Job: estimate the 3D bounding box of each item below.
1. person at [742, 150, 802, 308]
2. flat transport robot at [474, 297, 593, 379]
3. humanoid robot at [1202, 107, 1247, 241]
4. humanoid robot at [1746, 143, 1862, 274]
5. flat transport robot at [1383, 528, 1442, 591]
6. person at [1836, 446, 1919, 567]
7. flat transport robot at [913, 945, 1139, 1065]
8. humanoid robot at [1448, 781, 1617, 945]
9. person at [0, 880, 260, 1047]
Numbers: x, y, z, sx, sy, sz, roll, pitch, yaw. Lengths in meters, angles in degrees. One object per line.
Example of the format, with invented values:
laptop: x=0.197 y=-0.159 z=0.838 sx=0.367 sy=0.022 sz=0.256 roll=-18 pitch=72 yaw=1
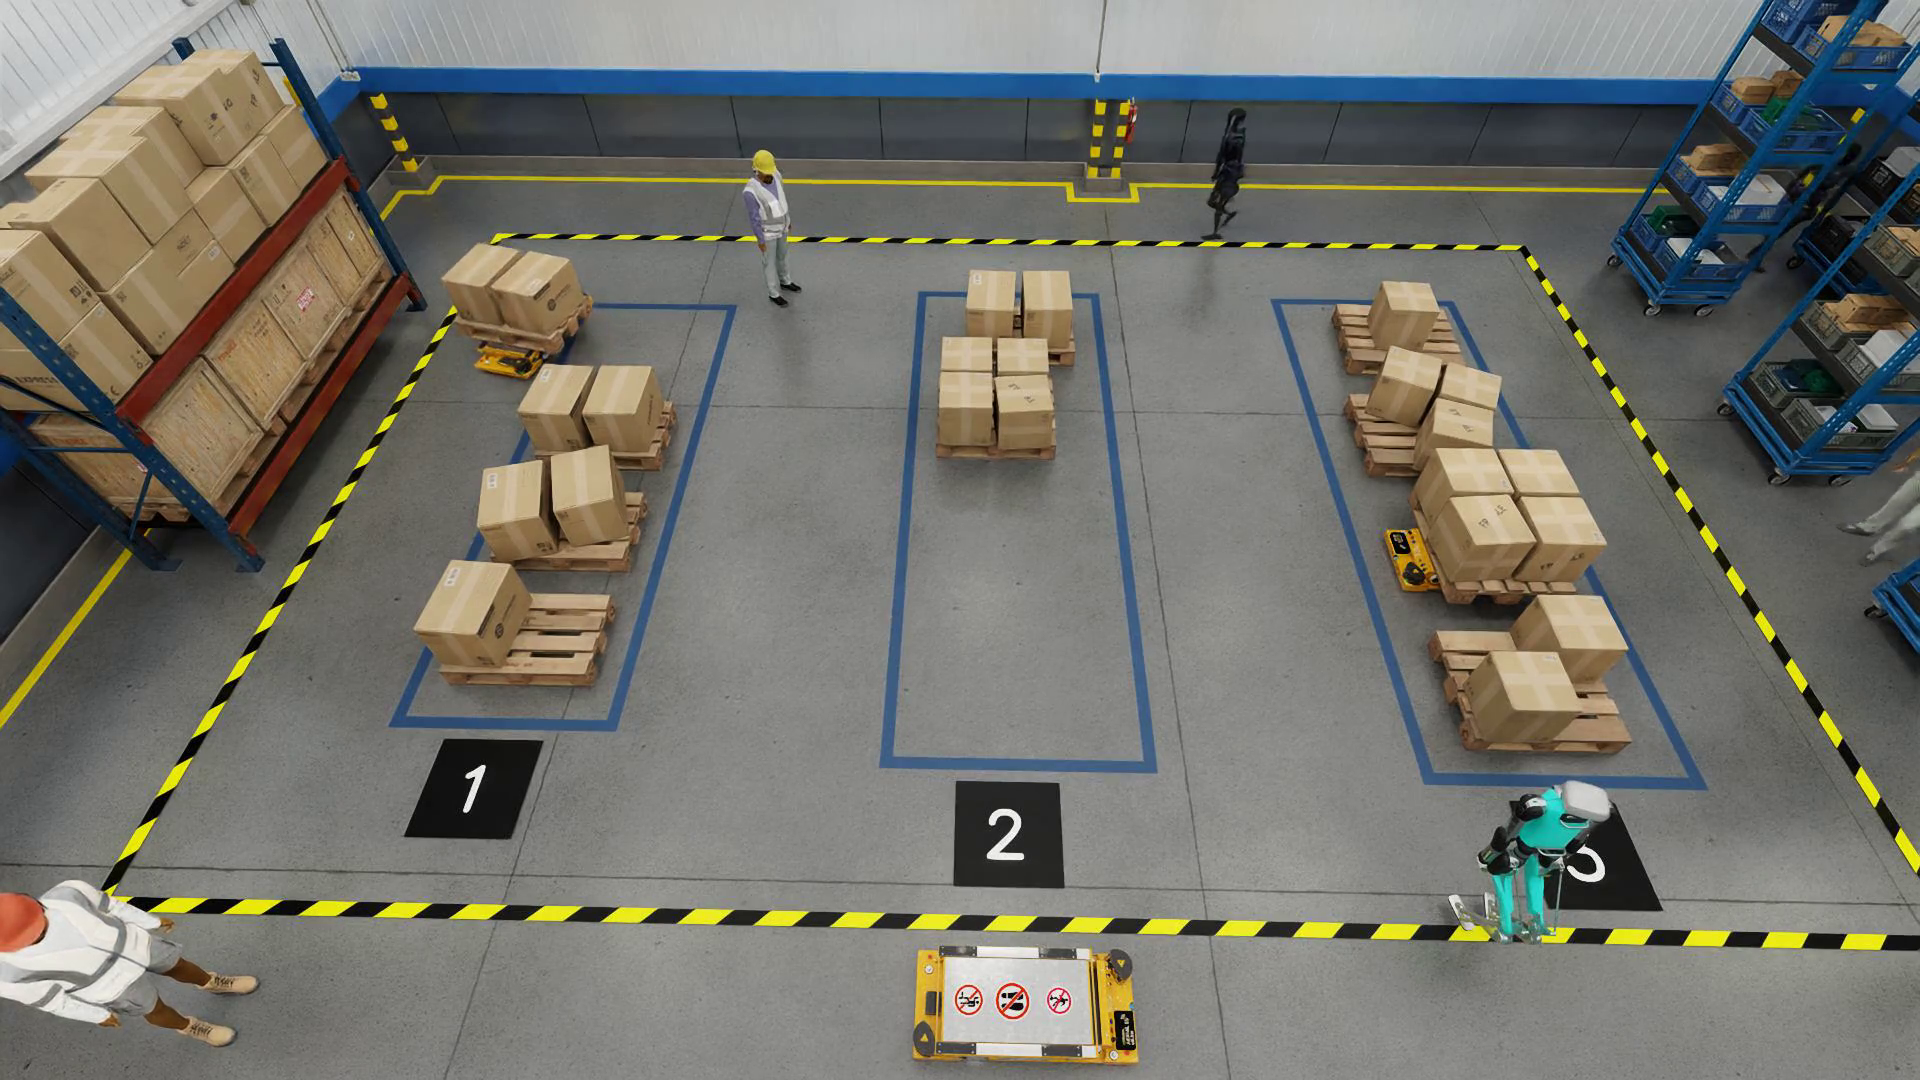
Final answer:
person: x=-2.107 y=-3.522 z=10.353 sx=0.404 sy=1.824 sz=0.586 roll=22 pitch=54 yaw=17
flat transport robot: x=-4.852 y=-2.410 z=10.432 sx=0.652 sy=0.197 sz=1.431 roll=11 pitch=52 yaw=9
humanoid robot: x=3.327 y=-4.449 z=11.209 sx=0.426 sy=1.645 sz=0.606 roll=-8 pitch=51 yaw=-6
humanoid robot: x=9.932 y=-3.946 z=10.824 sx=0.605 sy=1.626 sz=0.736 roll=17 pitch=53 yaw=14
flat transport robot: x=4.689 y=0.155 z=8.342 sx=1.431 sy=0.197 sz=0.652 roll=1 pitch=51 yaw=1
person: x=8.419 y=-0.481 z=7.885 sx=0.578 sy=1.813 sz=0.673 roll=-10 pitch=52 yaw=-8
flat transport robot: x=0.422 y=3.041 z=6.007 sx=1.431 sy=0.231 sz=0.659 roll=1 pitch=51 yaw=1
humanoid robot: x=3.578 y=2.145 z=5.706 sx=0.533 sy=1.673 sz=0.735 roll=1 pitch=51 yaw=1
person: x=-4.860 y=2.472 z=5.329 sx=0.387 sy=2.039 sz=0.610 roll=2 pitch=51 yaw=1
